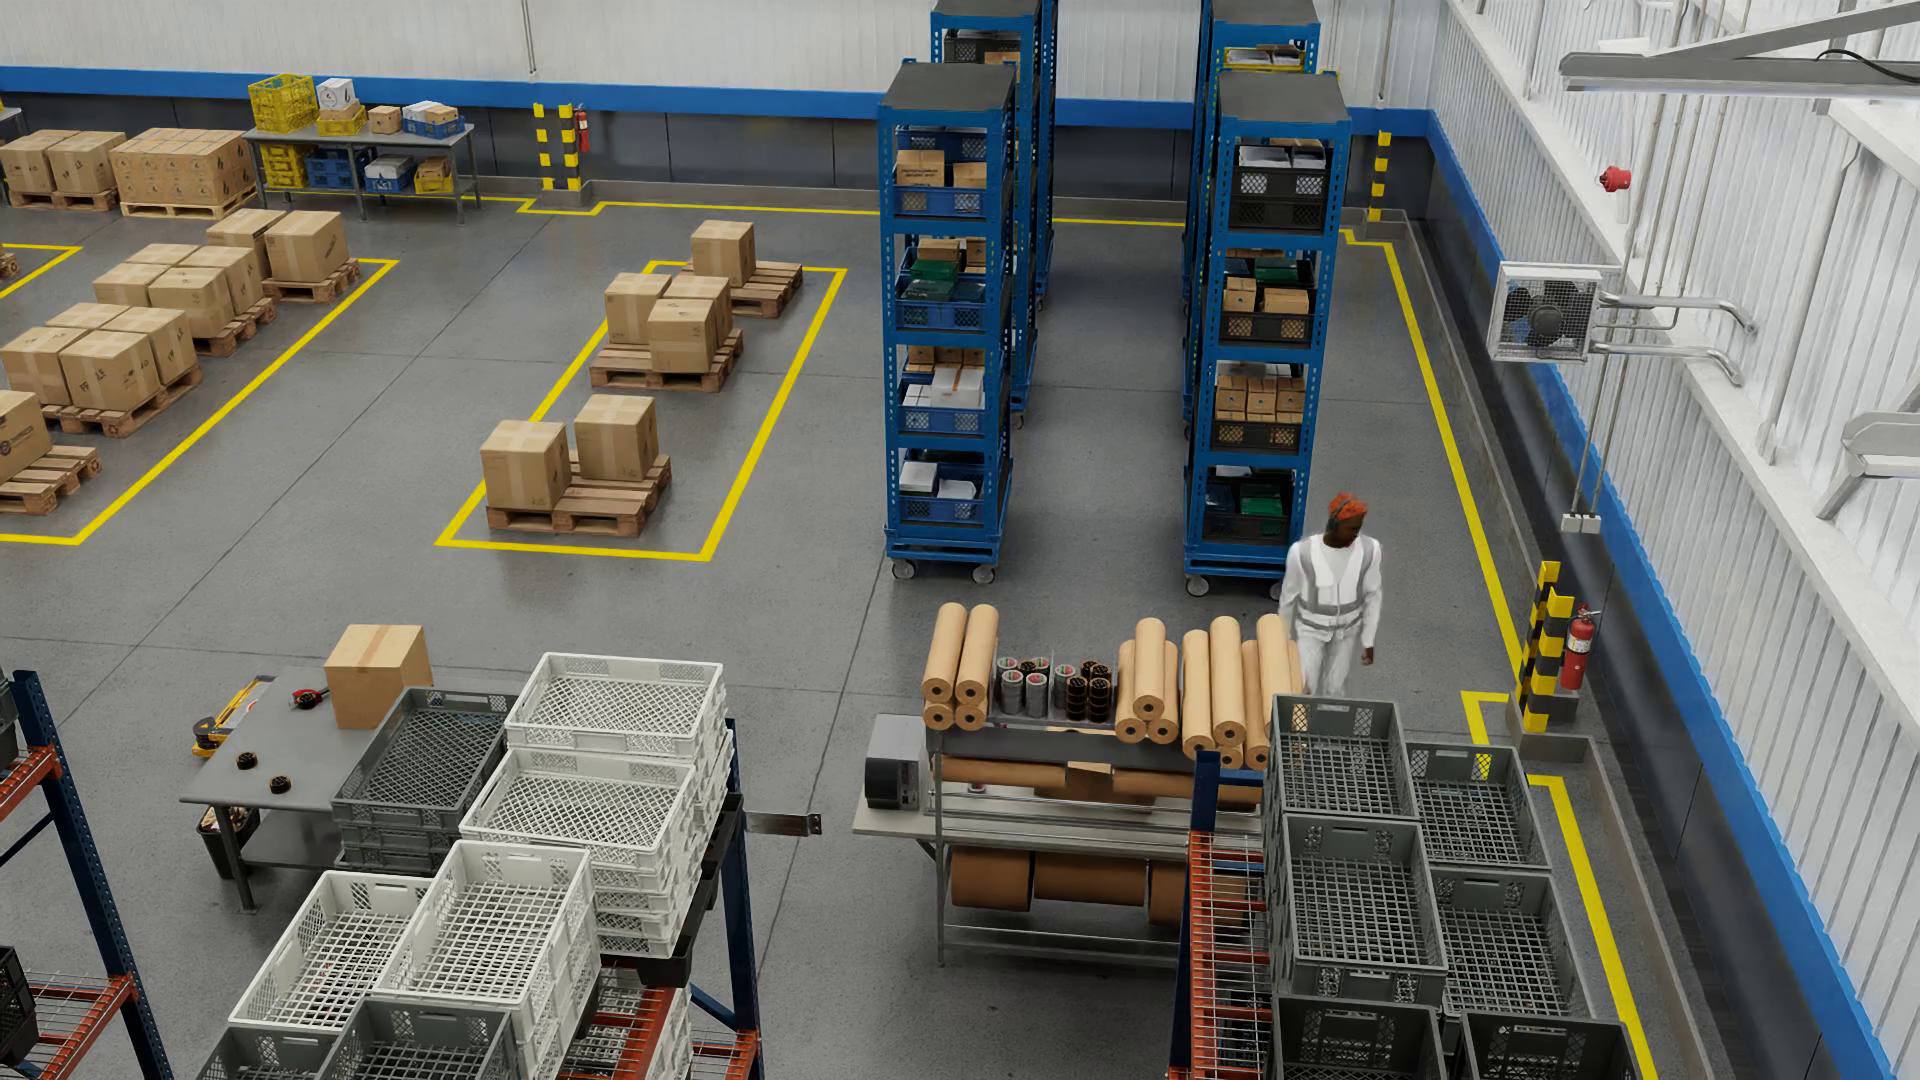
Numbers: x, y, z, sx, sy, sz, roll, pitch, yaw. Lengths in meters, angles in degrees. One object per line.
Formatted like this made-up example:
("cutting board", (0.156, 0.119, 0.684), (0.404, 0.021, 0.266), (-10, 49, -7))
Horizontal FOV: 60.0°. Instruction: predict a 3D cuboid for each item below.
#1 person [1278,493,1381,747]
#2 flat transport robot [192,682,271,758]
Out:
("person", (2.225, 0.591, 10.071), (0.577, 1.871, 0.503), (-4, 30, -7))
("flat transport robot", (-4.089, 1.163, 10.648), (1.431, 0.197, 0.652), (3, 30, 6))
